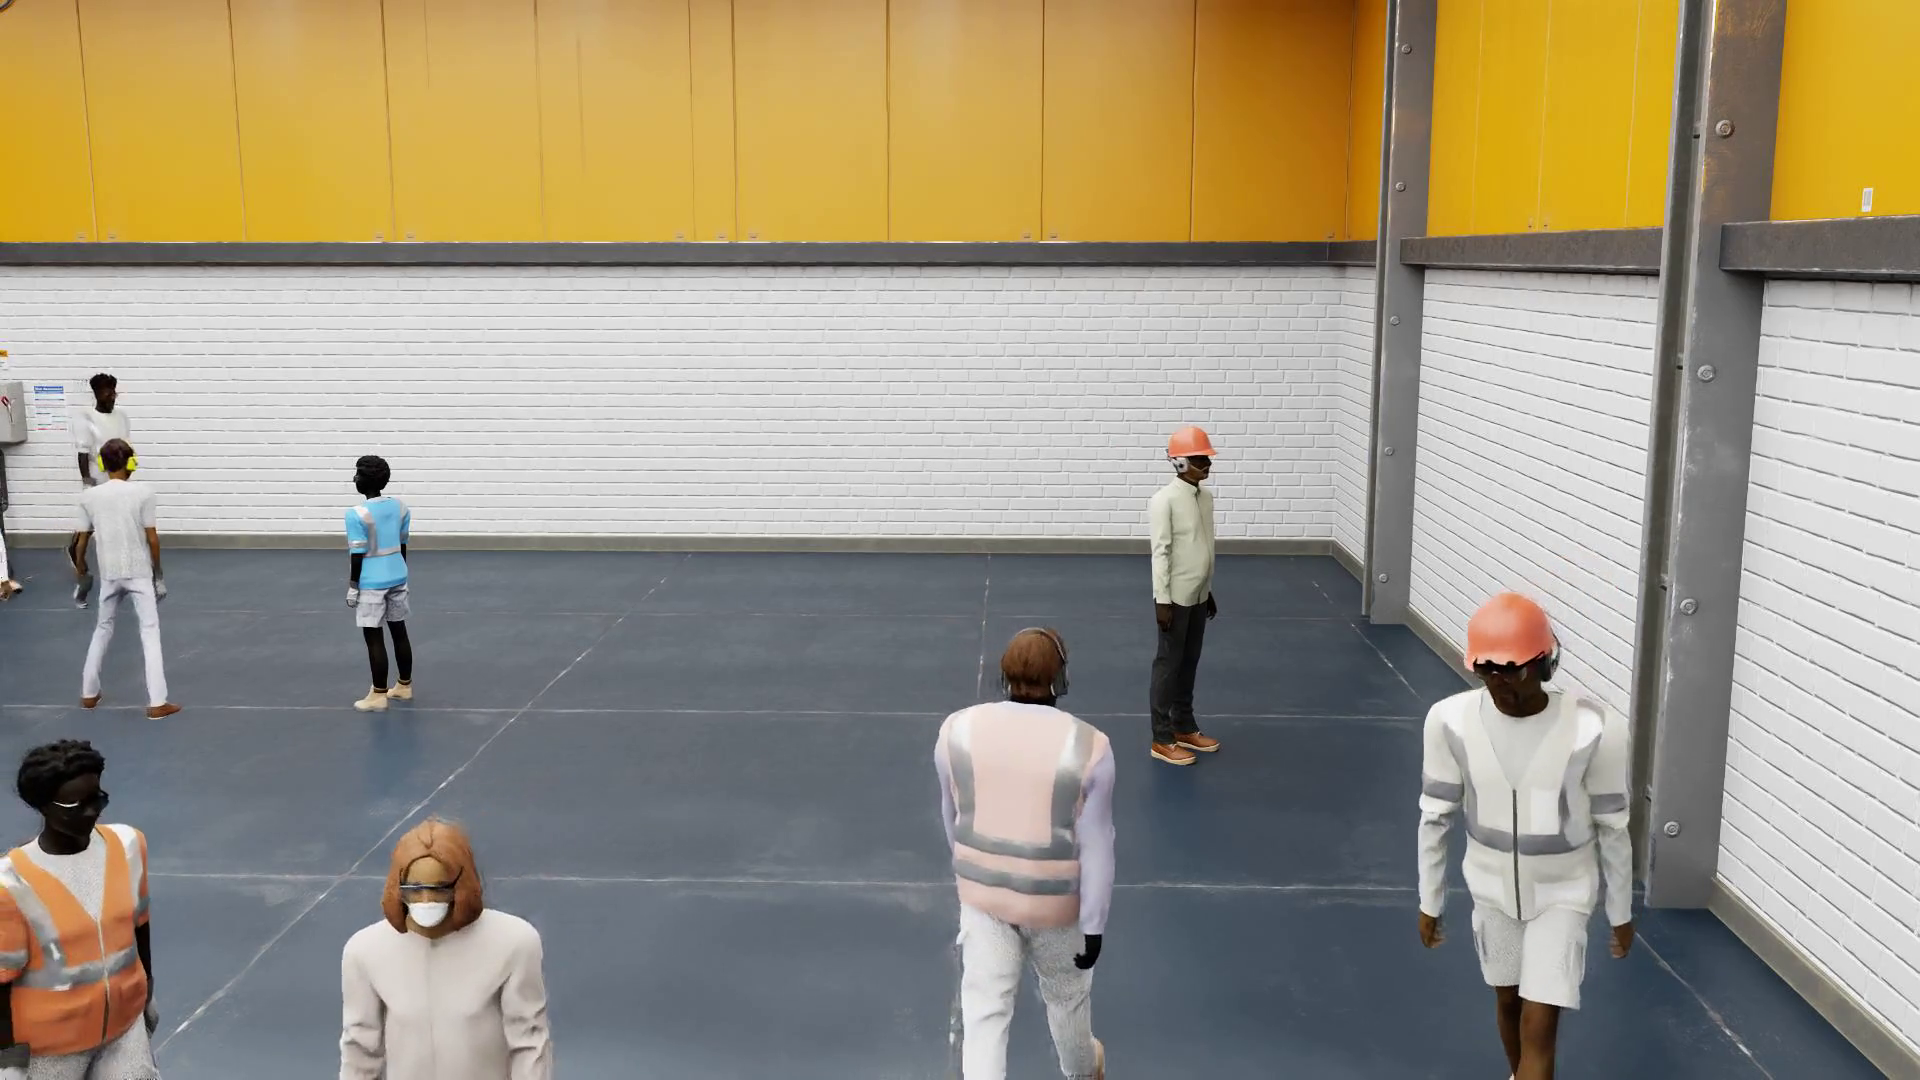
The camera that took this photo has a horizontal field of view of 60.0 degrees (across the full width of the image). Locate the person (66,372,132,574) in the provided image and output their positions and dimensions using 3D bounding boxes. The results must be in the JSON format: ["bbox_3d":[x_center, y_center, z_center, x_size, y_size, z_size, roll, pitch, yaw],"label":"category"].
[{"bbox_3d":[-7.945,-0.590,15.411,0.889,1.941,0.610,5,11,26],"label":"person"}]

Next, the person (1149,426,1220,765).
[{"bbox_3d":[1.339,0.318,9.905,0.374,1.997,0.613,7,12,35],"label":"person"}]

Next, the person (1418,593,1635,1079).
[{"bbox_3d":[1.752,1.131,5.230,0.646,1.969,1.004,6,12,33],"label":"person"}]

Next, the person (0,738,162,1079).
[{"bbox_3d":[-2.503,1.369,4.692,0.447,1.680,0.544,6,11,29],"label":"person"}]

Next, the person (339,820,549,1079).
[{"bbox_3d":[-1.292,1.484,4.182,0.519,1.617,0.440,0,10,-3],"label":"person"}]

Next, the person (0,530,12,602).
[{"bbox_3d":[-6.603,0.232,10.868,0.924,1.851,0.582,9,14,44],"label":"person"}]

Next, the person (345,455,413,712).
[{"bbox_3d":[-3.842,0.281,10.987,0.316,1.700,0.540,4,10,22],"label":"person"}]

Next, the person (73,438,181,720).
[{"bbox_3d":[-5.538,0.245,10.889,0.726,1.825,0.545,0,10,-1],"label":"person"}]

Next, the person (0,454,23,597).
[{"bbox_3d":[-8.623,-0.482,14.463,0.931,2.000,0.710,8,13,40],"label":"person"}]

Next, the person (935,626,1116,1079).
[{"bbox_3d":[0.236,1.166,5.556,0.624,1.792,0.945,3,10,17],"label":"person"}]
